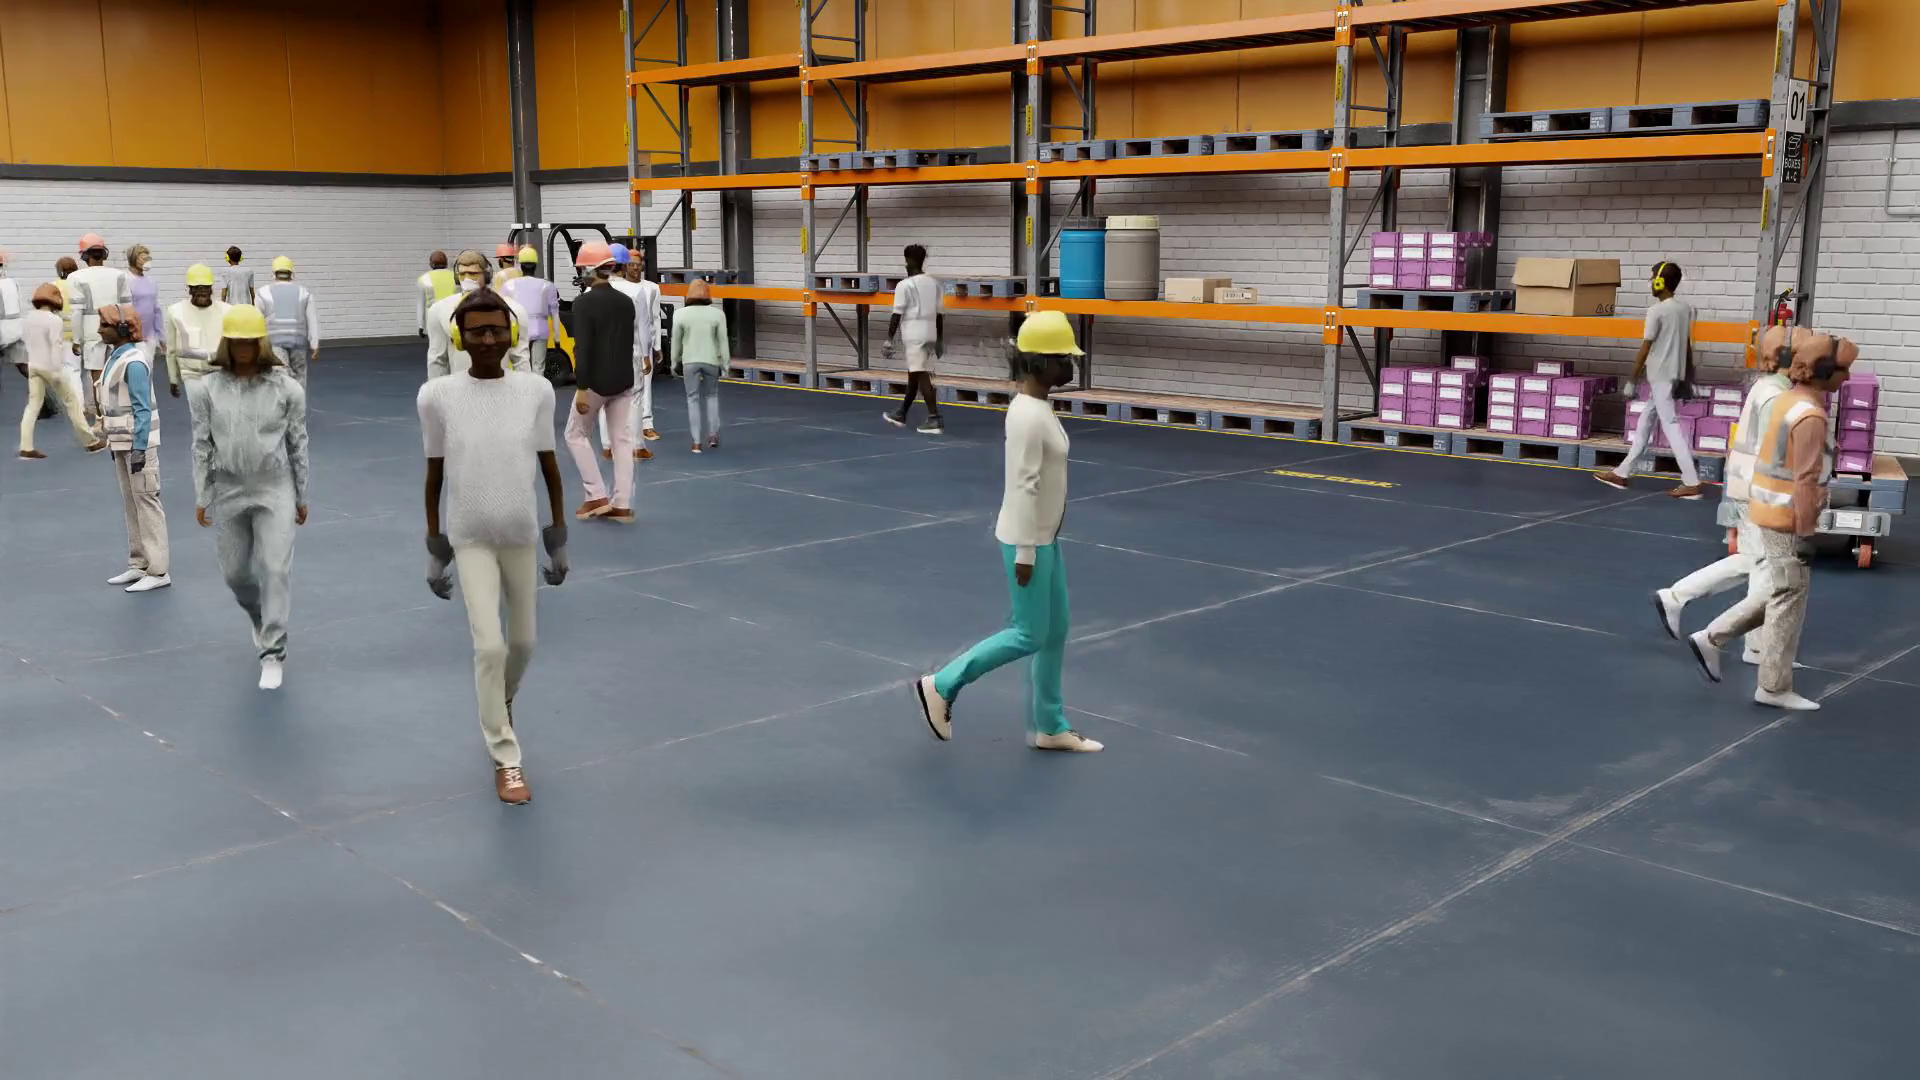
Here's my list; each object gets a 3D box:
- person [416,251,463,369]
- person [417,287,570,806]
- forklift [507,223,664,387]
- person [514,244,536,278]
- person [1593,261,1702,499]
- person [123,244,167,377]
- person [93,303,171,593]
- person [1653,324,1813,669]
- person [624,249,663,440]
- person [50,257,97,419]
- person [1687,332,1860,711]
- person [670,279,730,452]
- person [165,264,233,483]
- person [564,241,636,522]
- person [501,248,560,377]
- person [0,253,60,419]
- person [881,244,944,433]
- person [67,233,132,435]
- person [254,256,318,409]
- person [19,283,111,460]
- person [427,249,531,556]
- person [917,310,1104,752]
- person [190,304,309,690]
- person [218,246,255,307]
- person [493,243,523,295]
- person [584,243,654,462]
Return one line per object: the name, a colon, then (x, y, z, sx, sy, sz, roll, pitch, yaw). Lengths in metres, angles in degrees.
person: (-6.543, -2.737, 21.045, 0.650, 1.827, 0.443, -6, 12, -28)
person: (-1.725, -0.013, 6.161, 0.519, 1.849, 0.806, -5, 12, -26)
forklift: (-5.316, -3.263, 22.920, 2.313, 2.155, 1.214, -10, 14, -44)
person: (-6.176, -3.275, 23.795, 0.402, 1.900, 0.641, -5, 11, -24)
person: (5.436, -1.246, 12.971, 0.545, 1.807, 0.971, -8, 13, -36)
person: (-8.508, -2.094, 17.260, 0.575, 1.925, 0.677, 2, 11, 10)
person: (-4.738, -0.528, 9.517, 0.309, 1.641, 0.514, -9, 14, -41)
person: (3.675, -0.209, 7.842, 0.585, 1.624, 0.525, 4, 11, 20)
person: (-3.202, -1.909, 16.390, 0.576, 1.882, 0.355, -6, 12, -31)
person: (-9.763, -2.223, 18.375, 0.641, 1.795, 0.941, -7, 13, -34)
person: (3.465, -0.070, 7.051, 0.492, 1.621, 0.548, 3, 11, 17)
person: (-2.451, -1.642, 15.664, 0.529, 1.612, 0.538, -3, 11, -16)
person: (-6.272, -1.400, 13.884, 0.609, 1.789, 0.923, -6, 12, -31)
person: (-2.559, -1.106, 11.739, 0.545, 1.976, 0.657, 6, 12, 30)
person: (-4.702, -2.252, 18.263, 0.610, 1.873, 1.006, -2, 11, -11)
person: (-10.438, -2.245, 18.229, 1.005, 1.897, 0.564, 2, 11, 9)
person: (-0.525, -2.079, 17.180, 0.964, 1.916, 0.626, 8, 13, 38)
person: (-8.716, -2.081, 16.894, 0.381, 2.042, 0.604, 9, 14, 41)
person: (-7.173, -2.100, 17.671, 0.611, 1.792, 0.872, -6, 12, -29)
person: (-8.273, -1.544, 15.186, 0.499, 1.589, 0.822, 5, 12, 25)
person: (-3.028, -0.858, 10.506, 0.635, 1.936, 0.356, -1, 10, -4)
person: (0.208, -0.012, 6.425, 0.648, 1.749, 0.529, 2, 11, 9)
person: (-3.232, -0.225, 7.637, 0.491, 1.722, 0.718, -2, 11, -13)
person: (-10.411, -3.294, 23.984, 0.521, 1.868, 0.335, -9, 14, -42)
person: (-5.811, -2.837, 21.372, 0.682, 1.913, 0.555, 7, 13, 35)
person: (-3.040, -1.663, 14.865, 0.602, 1.948, 0.385, 2, 11, 11)
